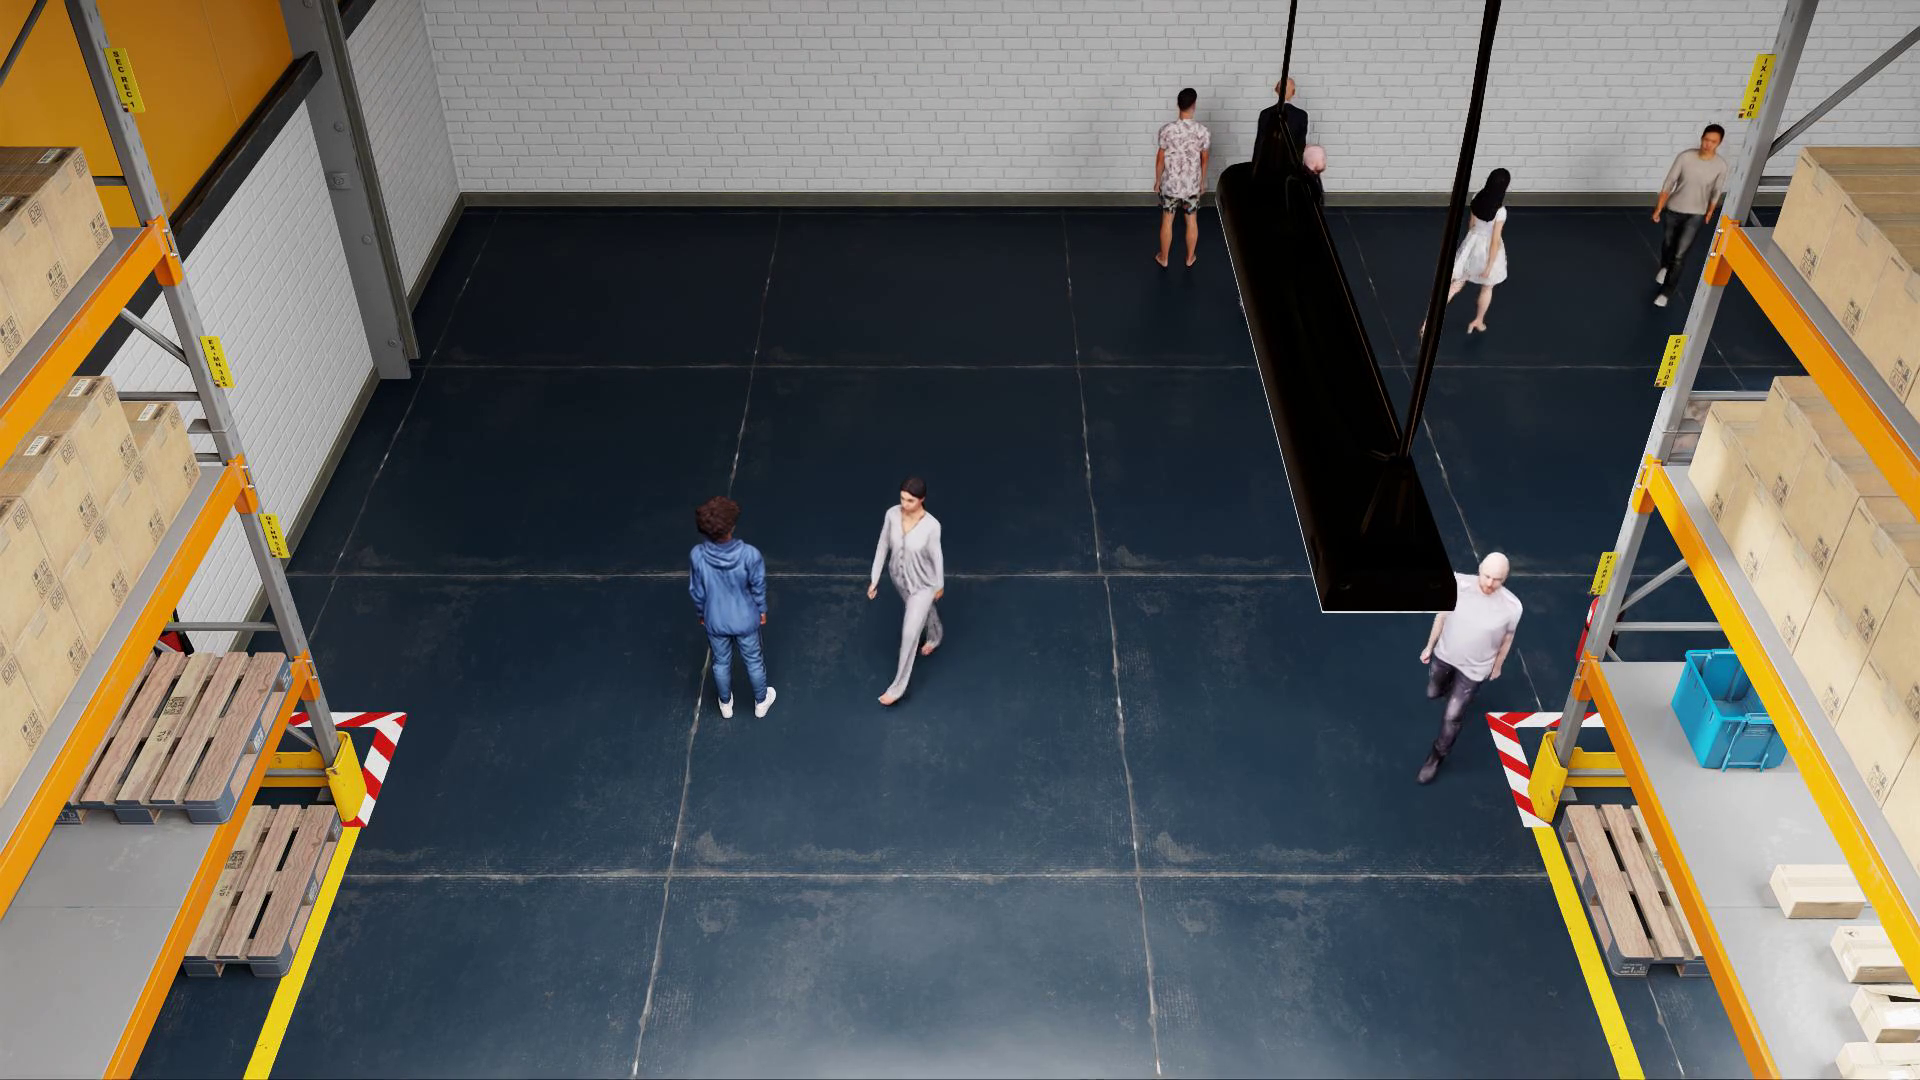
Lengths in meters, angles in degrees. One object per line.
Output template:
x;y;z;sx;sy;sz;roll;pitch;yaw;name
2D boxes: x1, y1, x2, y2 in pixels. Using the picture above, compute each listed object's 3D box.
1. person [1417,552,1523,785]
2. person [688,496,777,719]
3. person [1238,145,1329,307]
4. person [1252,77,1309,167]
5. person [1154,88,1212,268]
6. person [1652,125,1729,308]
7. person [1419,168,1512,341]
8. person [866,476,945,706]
3.355;0.738;10.951;1.088;1.810;1.183;29;47;32;person
-1.551;0.484;11.275;0.667;1.803;0.556;1;39;2;person
3.027;-2.813;15.418;0.922;1.785;1.238;9;40;11;person
3.160;-3.723;16.547;0.664;1.797;0.565;1;39;2;person
2.168;-3.527;16.287;0.656;1.815;0.552;1;39;2;person
6.931;-3.165;15.881;1.046;1.756;1.243;22;44;25;person
4.629;-2.523;15.089;1.093;1.741;1.158;-23;44;-26;person
-0.284;0.239;11.650;1.000;1.717;1.191;22;44;25;person
